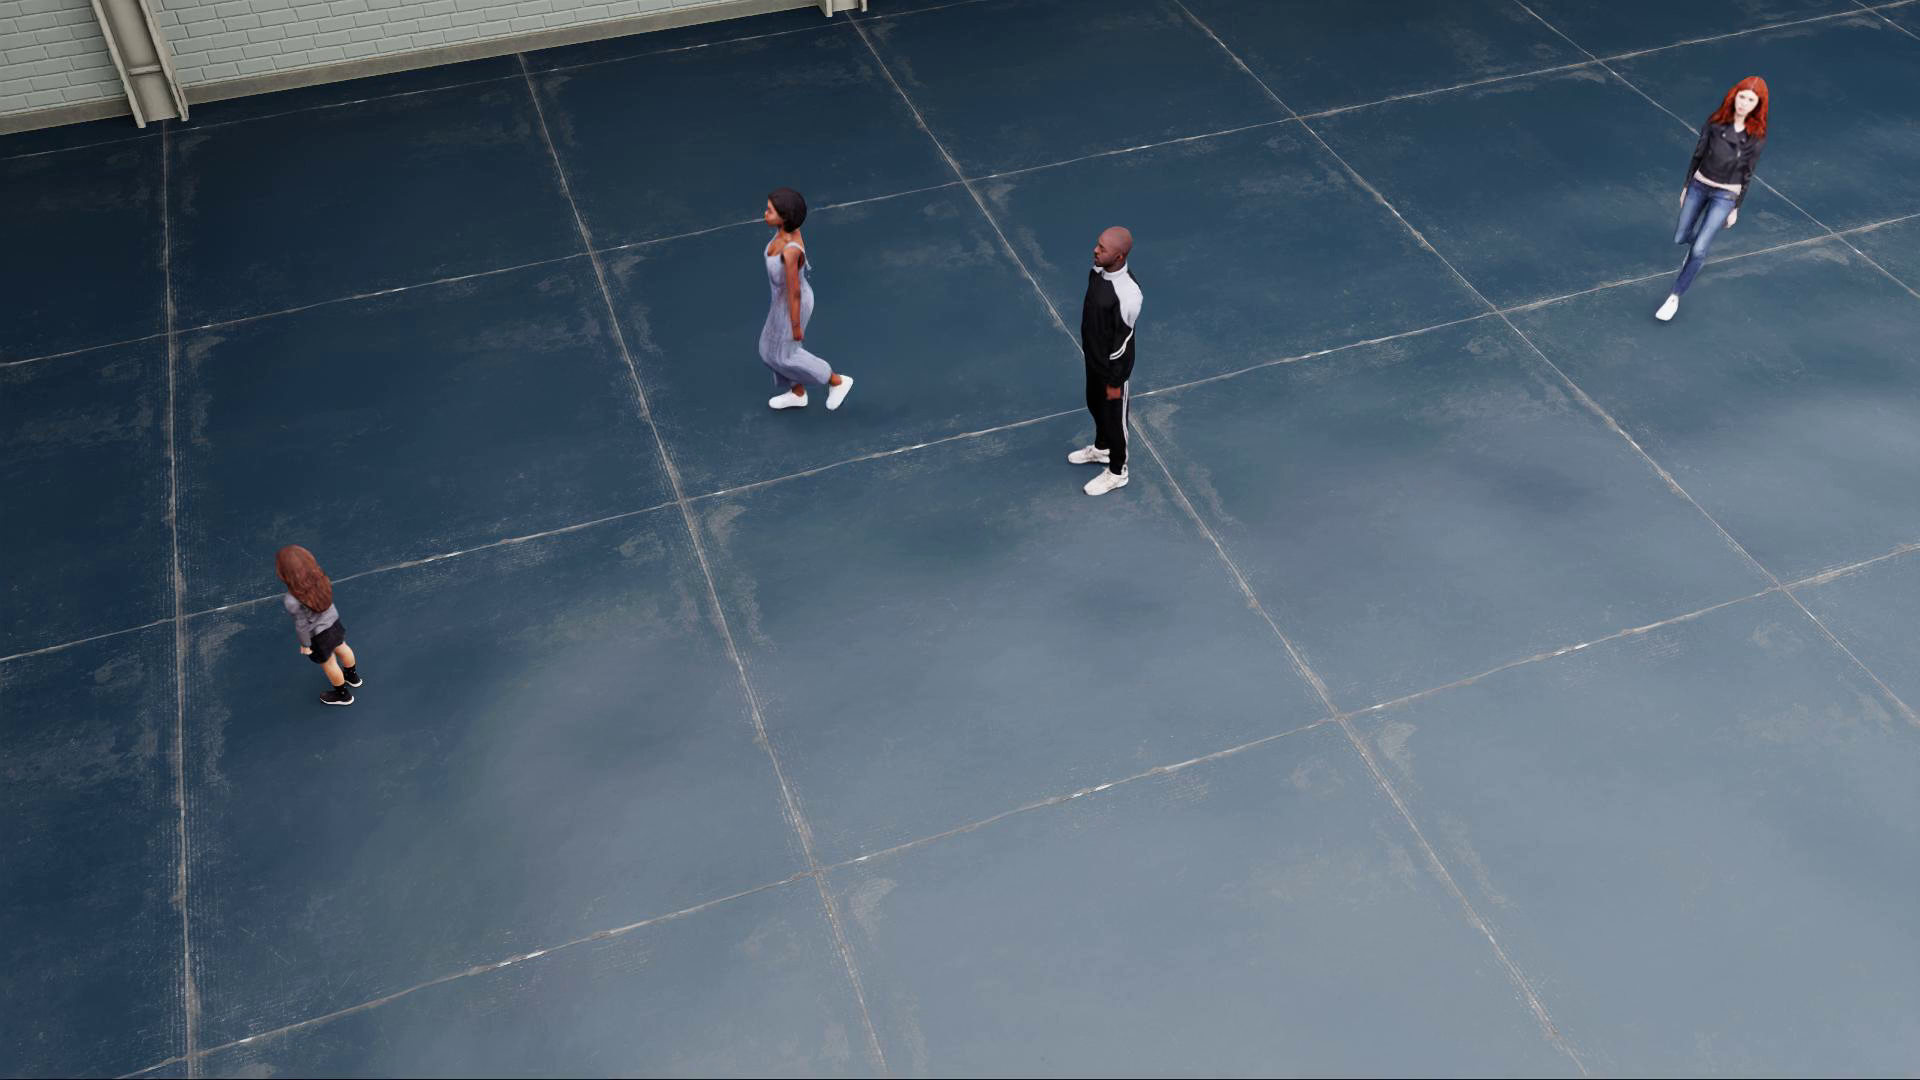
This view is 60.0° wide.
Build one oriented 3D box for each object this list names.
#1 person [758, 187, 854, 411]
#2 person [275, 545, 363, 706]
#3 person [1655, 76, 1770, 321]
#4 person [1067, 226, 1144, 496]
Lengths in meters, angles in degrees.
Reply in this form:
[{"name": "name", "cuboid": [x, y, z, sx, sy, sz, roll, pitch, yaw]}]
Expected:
[{"name": "person", "cuboid": [-0.987, -1.489, 10.575, 0.865, 1.684, 0.668, -5, 43, -6]}, {"name": "person", "cuboid": [-3.446, 0.445, 8.927, 0.564, 1.106, 0.534, 8, 44, 8]}, {"name": "person", "cuboid": [5.207, -2.383, 11.468, 0.891, 1.772, 1.063, 28, 50, 27]}, {"name": "person", "cuboid": [0.912, -1.108, 10.063, 0.535, 1.826, 0.653, -12, 44, -12]}]
